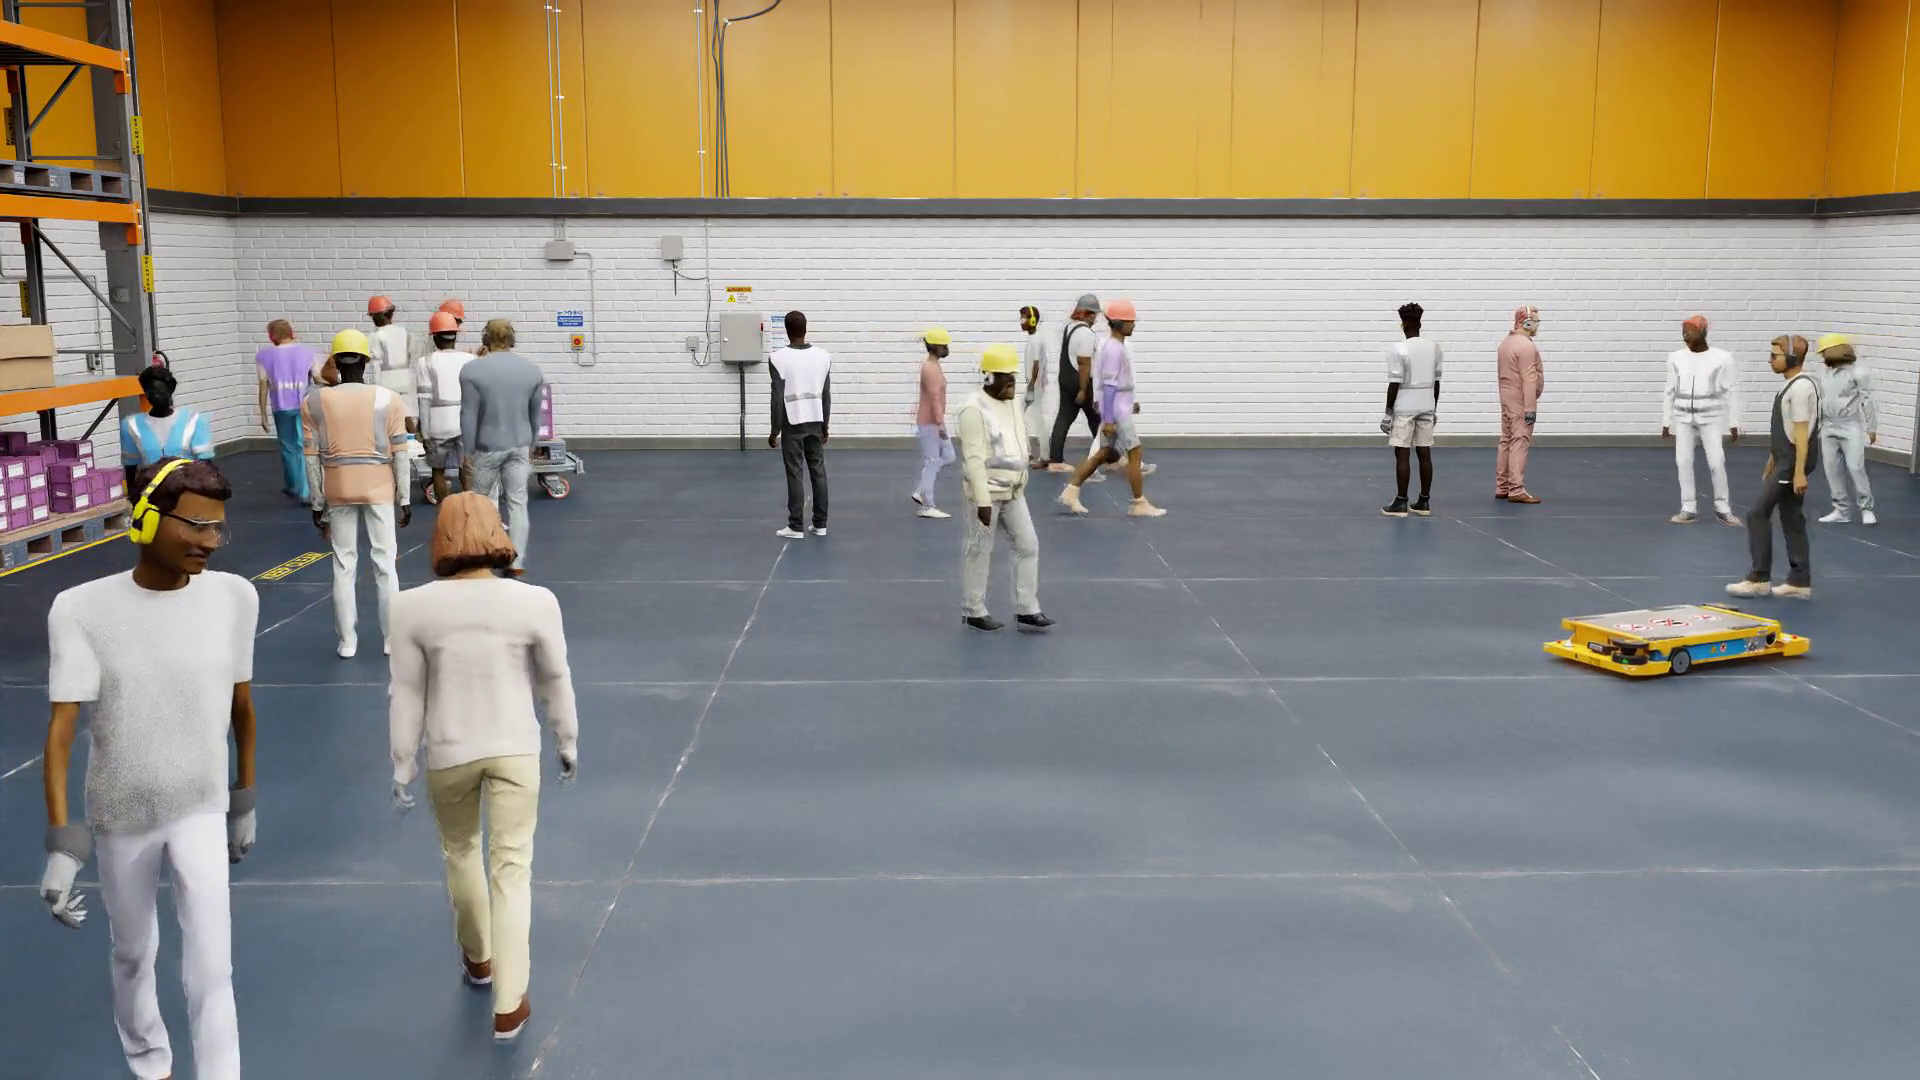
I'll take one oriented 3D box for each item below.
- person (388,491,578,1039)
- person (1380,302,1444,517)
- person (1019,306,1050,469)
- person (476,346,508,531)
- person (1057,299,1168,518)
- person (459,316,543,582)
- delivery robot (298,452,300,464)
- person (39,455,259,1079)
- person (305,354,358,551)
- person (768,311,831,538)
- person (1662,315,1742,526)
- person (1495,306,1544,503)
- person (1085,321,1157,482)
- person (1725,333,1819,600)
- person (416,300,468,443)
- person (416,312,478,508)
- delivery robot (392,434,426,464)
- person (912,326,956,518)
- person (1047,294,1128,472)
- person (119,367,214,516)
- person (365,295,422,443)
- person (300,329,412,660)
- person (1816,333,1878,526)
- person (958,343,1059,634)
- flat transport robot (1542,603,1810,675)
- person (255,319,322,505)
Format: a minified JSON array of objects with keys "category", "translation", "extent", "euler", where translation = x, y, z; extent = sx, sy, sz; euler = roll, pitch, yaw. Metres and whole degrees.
[{"category":"person","translation":[-1.440,0.643,5.086],"extent":[0.536,1.600,0.746],"euler":[-2,9,-12]},{"category":"person","translation":[4.134,-1.190,15.259],"extent":[0.600,1.958,0.377],"euler":[-4,10,-23]},{"category":"person","translation":[0.760,-1.713,18.801],"extent":[0.643,1.843,0.550],"euler":[-1,9,-5]},{"category":"person","translation":[-4.064,-0.892,14.434],"extent":[0.406,1.623,0.526],"euler":[5,10,27]},{"category":"person","translation":[1.371,-1.191,15.145],"extent":[1.003,2.005,0.619],"euler":[1,9,5]},{"category":"person","translation":[-3.358,-0.657,12.119],"extent":[0.640,1.918,0.633],"euler":[-6,11,-35]},{"category":"delivery robot","translation":[-6.329,-0.800,16.876],"extent":[0.707,0.478,0.477],"euler":[-5,11,-30]},{"category":"person","translation":[-1.947,0.709,4.068],"extent":[0.564,1.803,0.994],"euler":[-6,11,-35]},{"category":"person","translation":[-5.049,-0.724,13.492],"extent":[0.513,1.615,0.562],"euler":[-5,11,-28]},{"category":"person","translation":[-1.343,-0.968,14.035],"extent":[0.590,1.915,0.399],"euler":[-7,11,-36]},{"category":"person","translation":[6.628,-1.050,14.767],"extent":[0.725,1.857,0.451],"euler":[8,12,41]},{"category":"person","translation":[5.466,-1.314,16.185],"extent":[0.407,1.905,0.655],"euler":[-1,9,-4]},{"category":"person","translation":[1.694,-1.536,17.774],"extent":[0.981,1.830,0.599],"euler":[-4,10,-25]},{"category":"person","translation":[5.565,-0.496,11.396],"extent":[0.683,1.825,0.544],"euler":[4,10,23]},{"category":"person","translation":[-5.716,-1.698,18.518],"extent":[0.989,1.912,0.621],"euler":[-3,10,-20]},{"category":"person","translation":[-4.206,-0.923,13.762],"extent":[0.566,1.911,0.637],"euler":[-5,10,-26]},{"category":"delivery robot","translation":[-5.683,-0.856,17.219],"extent":[0.707,0.478,0.477],"euler":[-5,11,-30]},{"category":"person","translation":[-0.218,-1.060,15.104],"extent":[0.362,1.753,0.526],"euler":[1,9,7]},{"category":"person","translation":[1.424,-1.763,18.524],"extent":[1.017,2.000,0.688],"euler":[-4,10,-23]},{"category":"person","translation":[-5.008,-0.272,10.543],"extent":[0.544,1.644,0.867],"euler":[-4,10,-22]},{"category":"person","translation":[-6.225,-1.671,18.202],"extent":[1.014,1.994,0.606],"euler":[6,11,34]},{"category":"person","translation":[-3.491,-0.260,9.675],"extent":[0.585,1.920,0.373],"euler":[-2,9,-11]},{"category":"person","translation":[7.837,-0.979,14.750],"extent":[0.438,1.700,0.566],"euler":[-4,10,-24]},{"category":"person","translation":[0.306,-0.292,10.204],"extent":[0.712,1.807,0.631],"euler":[6,11,34]},{"category":"flat transport robot","translation":[4.168,0.564,9.668],"extent":[1.431,0.197,0.652],"euler":[-4,10,-25]},{"category":"person","translation":[-6.444,-1.235,16.092],"extent":[0.652,1.782,0.982],"euler":[-4,10,-23]}]
